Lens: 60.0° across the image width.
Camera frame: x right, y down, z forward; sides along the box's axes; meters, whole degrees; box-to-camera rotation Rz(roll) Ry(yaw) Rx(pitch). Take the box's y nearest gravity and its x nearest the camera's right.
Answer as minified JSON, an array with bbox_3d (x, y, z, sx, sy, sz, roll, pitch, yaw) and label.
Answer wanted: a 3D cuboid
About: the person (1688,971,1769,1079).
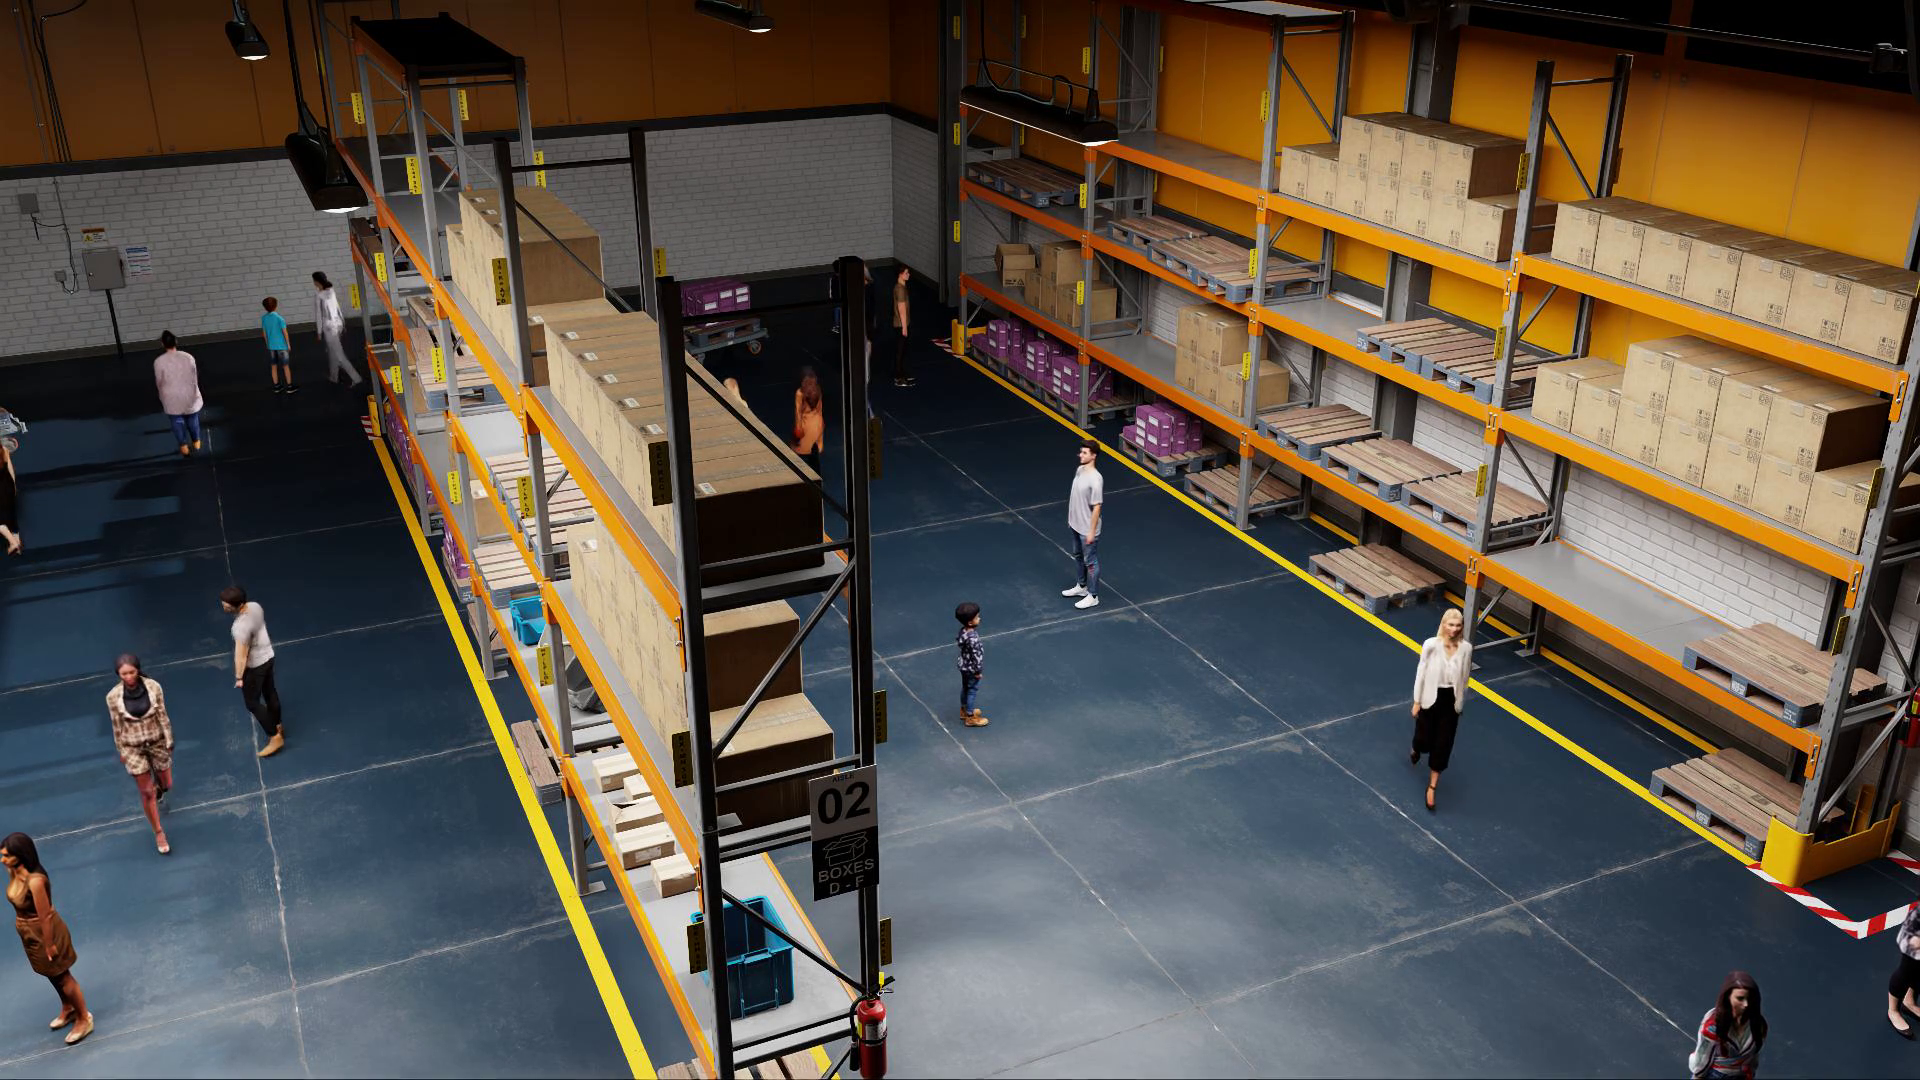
[{"bbox_3d":[4.679,3.342,10.241,0.652,1.614,0.628,-2,24,-4],"label":"person"}]

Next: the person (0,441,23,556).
[{"bbox_3d":[-11.001,-0.542,19.128,0.810,1.613,0.750,13,27,27],"label":"person"}]

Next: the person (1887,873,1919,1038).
[{"bbox_3d":[6.829,2.709,11.669,0.619,1.629,0.595,-10,26,-22],"label":"person"}]

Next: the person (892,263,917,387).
[{"bbox_3d":[-0.877,-3.261,25.049,0.797,1.852,0.650,-1,24,-2],"label":"person"}]

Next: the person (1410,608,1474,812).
[{"bbox_3d":[4.111,1.411,14.369,0.870,1.846,1.028,1,24,2],"label":"person"}]

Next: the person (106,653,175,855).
[{"bbox_3d":[-6.755,1.709,13.774,0.645,1.777,0.956,-13,27,-28],"label":"person"}]

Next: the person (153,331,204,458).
[{"bbox_3d":[-10.405,-1.928,22.157,0.684,1.726,0.918,-12,26,-25],"label":"person"}]

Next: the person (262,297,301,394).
[{"bbox_3d":[-10.169,-2.913,24.757,0.592,1.449,0.623,4,24,8],"label":"person"}]

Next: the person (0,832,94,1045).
[{"bbox_3d":[-6.352,2.753,11.529,0.584,1.661,0.695,17,29,34],"label":"person"}]

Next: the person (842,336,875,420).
[{"bbox_3d":[-1.373,-2.230,22.860,0.742,1.716,0.901,-19,30,-36],"label":"person"}]

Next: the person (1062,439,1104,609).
[{"bbox_3d":[1.361,-0.192,17.982,0.734,1.889,0.485,-10,25,-21],"label":"person"}]

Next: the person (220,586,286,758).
[{"bbox_3d":[-6.424,1.115,15.253,0.892,1.680,0.733,8,25,18],"label":"person"}]

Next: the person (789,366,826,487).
[{"bbox_3d":[-1.826,-1.318,20.780,0.909,1.710,0.852,21,31,39],"label":"person"}]

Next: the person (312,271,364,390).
[{"bbox_3d":[-9.335,-3.125,24.880,1.110,1.739,1.026,8,25,18],"label":"person"}]

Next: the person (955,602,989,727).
[{"bbox_3d":[0.098,1.158,15.691,0.576,1.251,0.461,-8,25,-17],"label":"person"}]
